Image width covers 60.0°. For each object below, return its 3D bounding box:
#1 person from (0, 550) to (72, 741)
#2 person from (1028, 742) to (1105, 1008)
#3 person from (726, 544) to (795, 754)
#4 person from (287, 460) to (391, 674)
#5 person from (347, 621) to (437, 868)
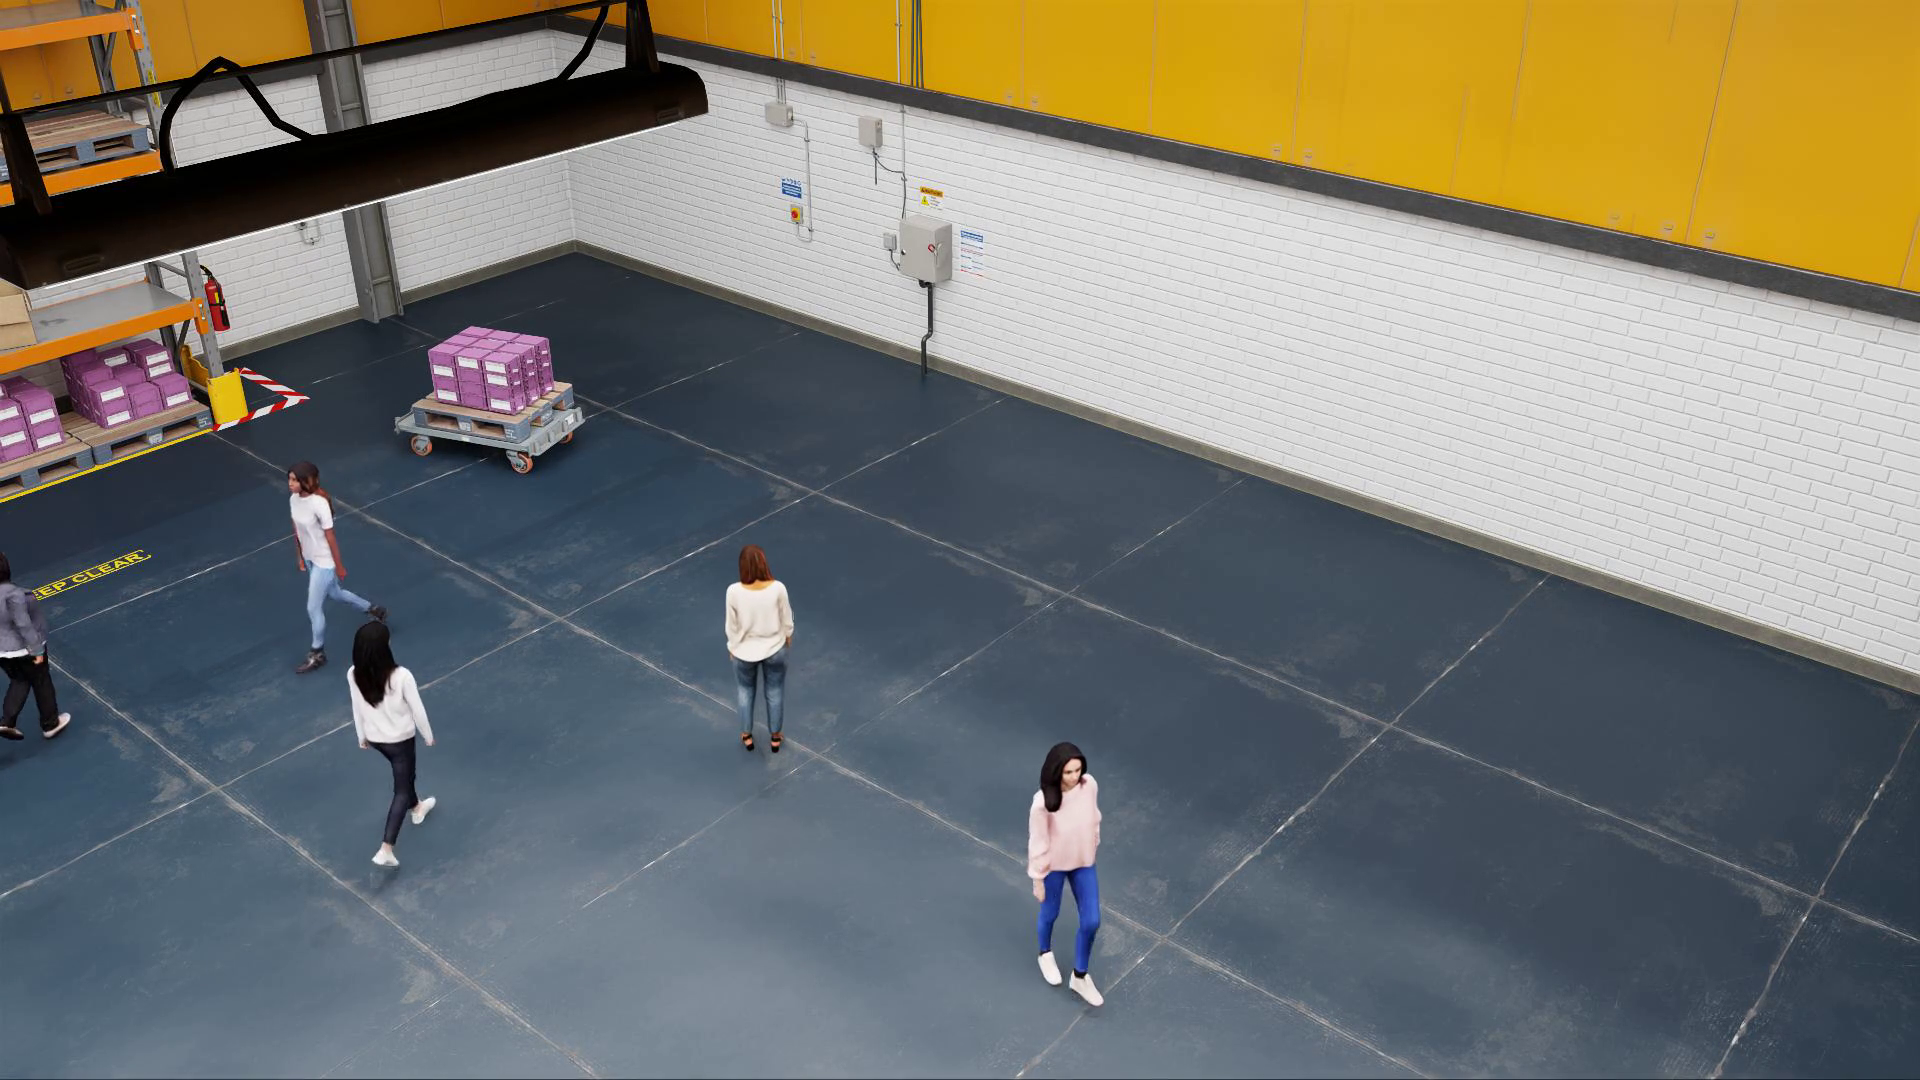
[{"bbox_3d":[-6.767,0.780,11.798,0.865,1.582,0.949,7,29,12],"label":"person"},{"bbox_3d":[0.559,1.849,9.663,0.866,1.749,0.905,-12,31,-21],"label":"person"},{"bbox_3d":[-1.391,0.786,11.686,0.720,1.679,0.777,-2,29,-3],"label":"person"},{"bbox_3d":[-4.856,0.148,12.844,0.589,1.690,1.085,22,36,35],"label":"person"},{"bbox_3d":[-3.697,1.331,10.698,0.955,1.668,1.175,6,29,12],"label":"person"}]
